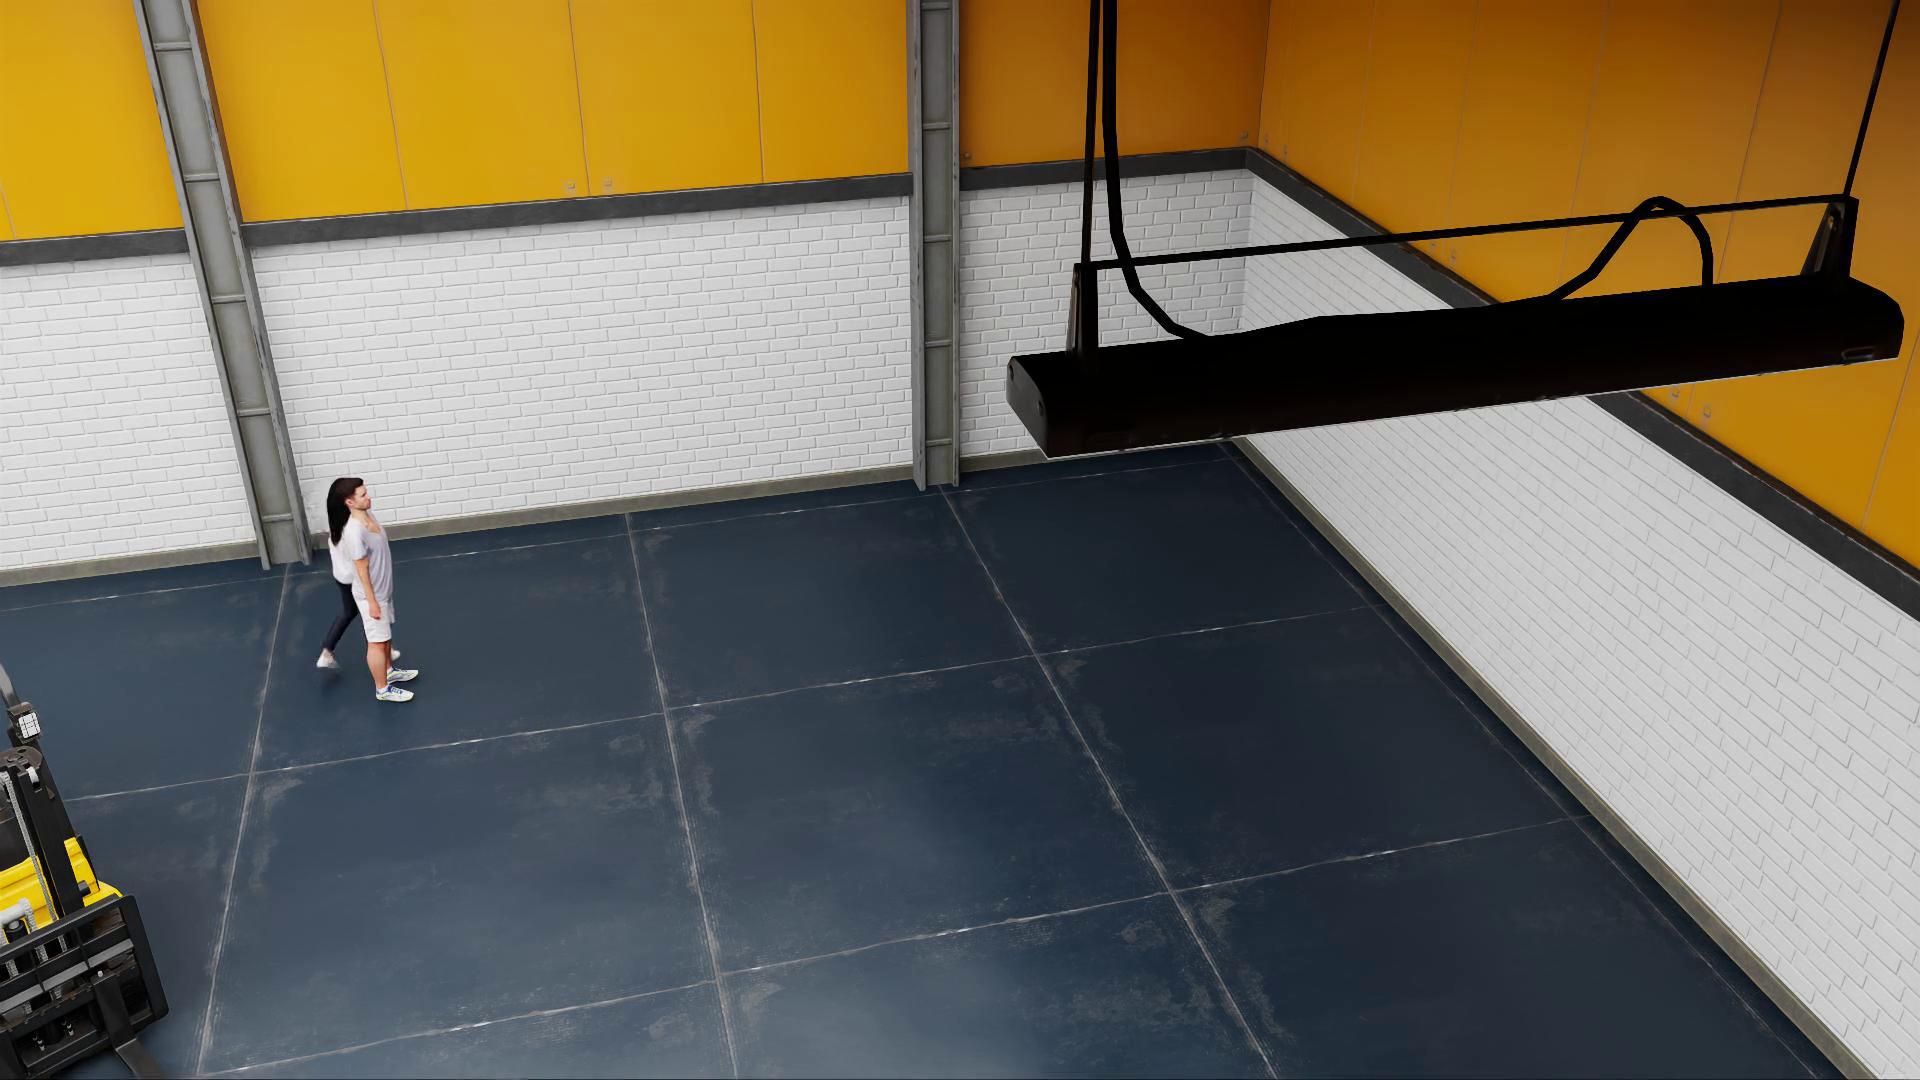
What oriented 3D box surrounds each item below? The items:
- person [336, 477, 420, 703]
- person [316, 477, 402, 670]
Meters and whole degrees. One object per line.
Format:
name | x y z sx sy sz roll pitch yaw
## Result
person | -4.466 0.358 12.642 0.582 1.855 0.702 -5 29 -8
person | -4.778 0.308 12.918 0.880 1.677 0.991 22 36 34
